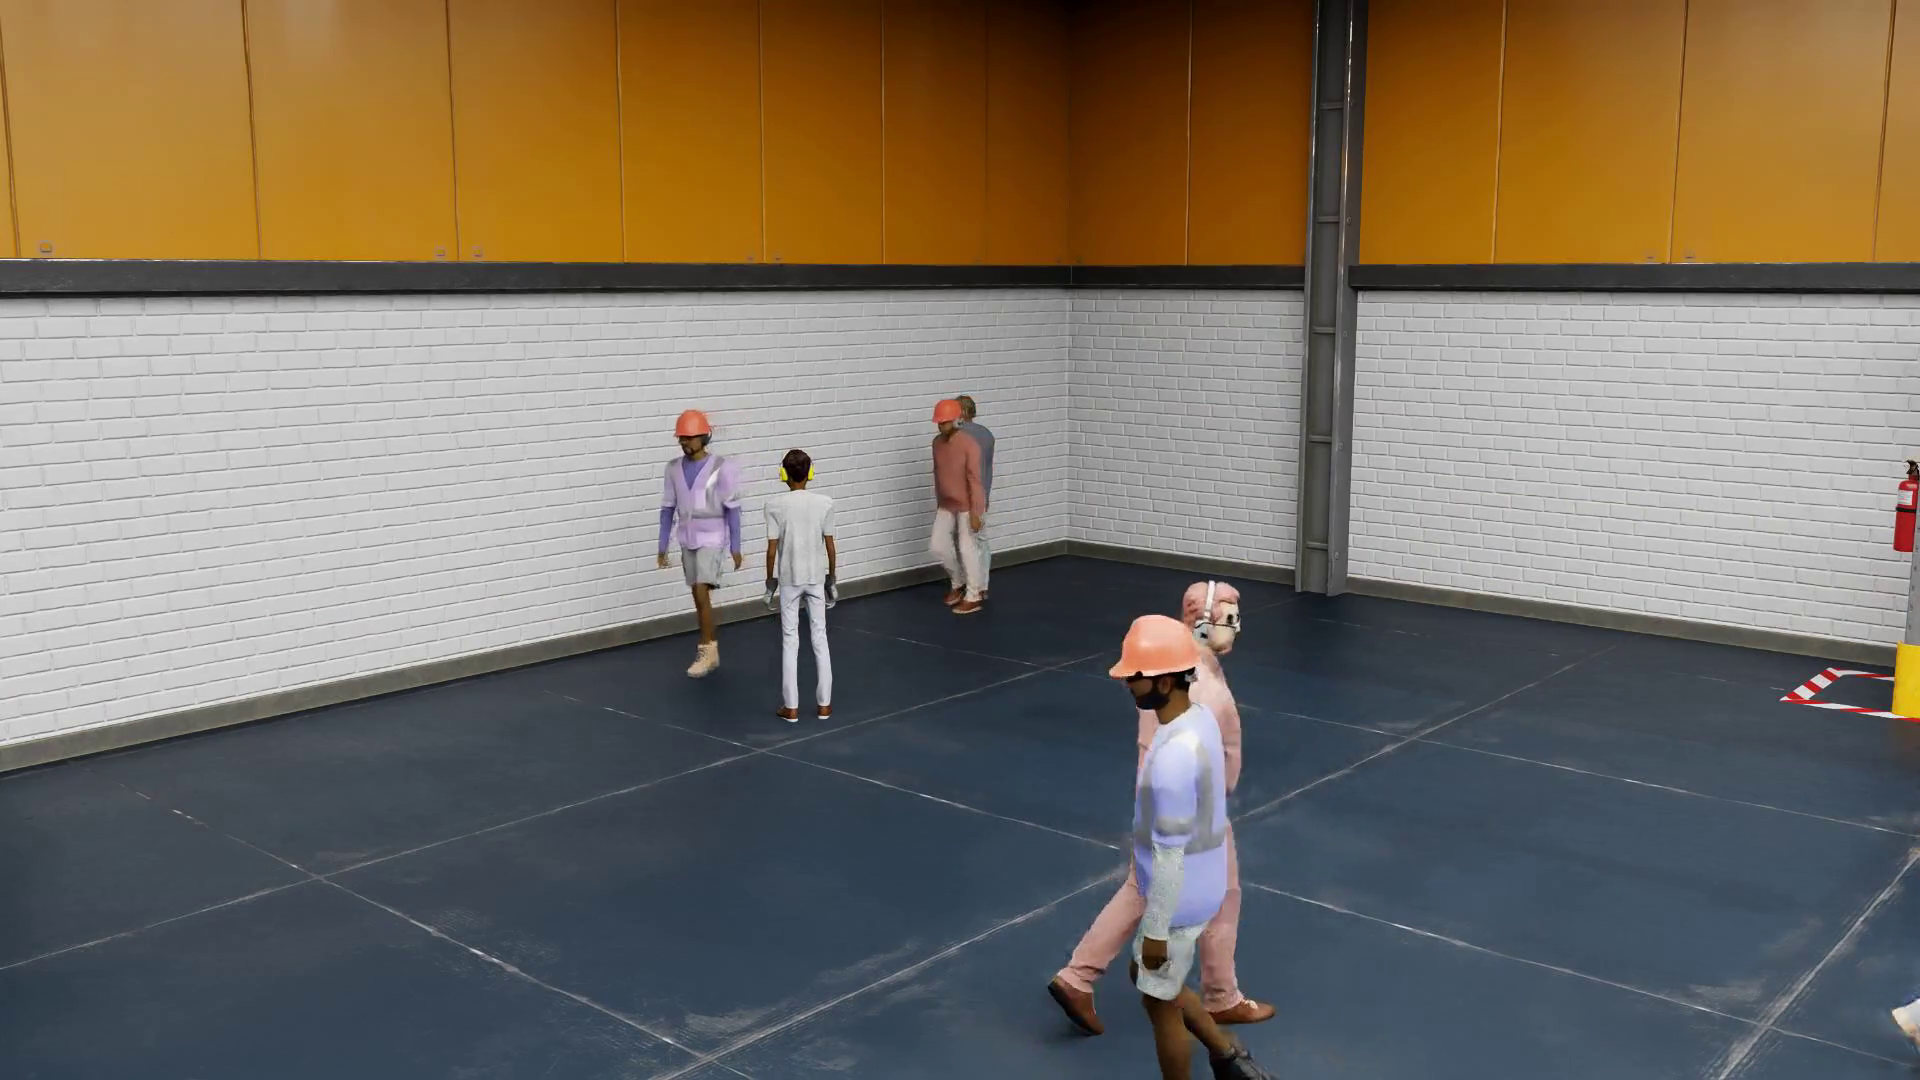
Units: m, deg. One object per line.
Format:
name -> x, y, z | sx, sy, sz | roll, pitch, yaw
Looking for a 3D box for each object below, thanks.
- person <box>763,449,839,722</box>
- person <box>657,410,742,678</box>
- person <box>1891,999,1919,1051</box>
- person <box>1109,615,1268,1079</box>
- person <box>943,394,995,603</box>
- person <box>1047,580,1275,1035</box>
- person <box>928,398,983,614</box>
person -> -1.086, 0.309, 11.334 | 0.518, 1.865, 0.327 | -2, 9, -15
person -> -2.021, 0.036, 12.542 | 0.647, 2.020, 0.719 | 4, 10, 26
person -> 4.046, 1.129, 6.267 | 0.918, 1.850, 0.575 | 1, 9, 5
person -> 0.737, 1.190, 5.629 | 0.494, 1.915, 0.572 | 2, 9, 14
person -> 0.062, -0.378, 15.414 | 0.359, 1.936, 0.632 | 8, 12, 43
person -> 0.820, 1.068, 6.563 | 0.904, 1.869, 0.642 | -3, 9, -18
person -> -0.043, -0.298, 14.857 | 0.532, 1.956, 0.649 | -9, 12, -43
